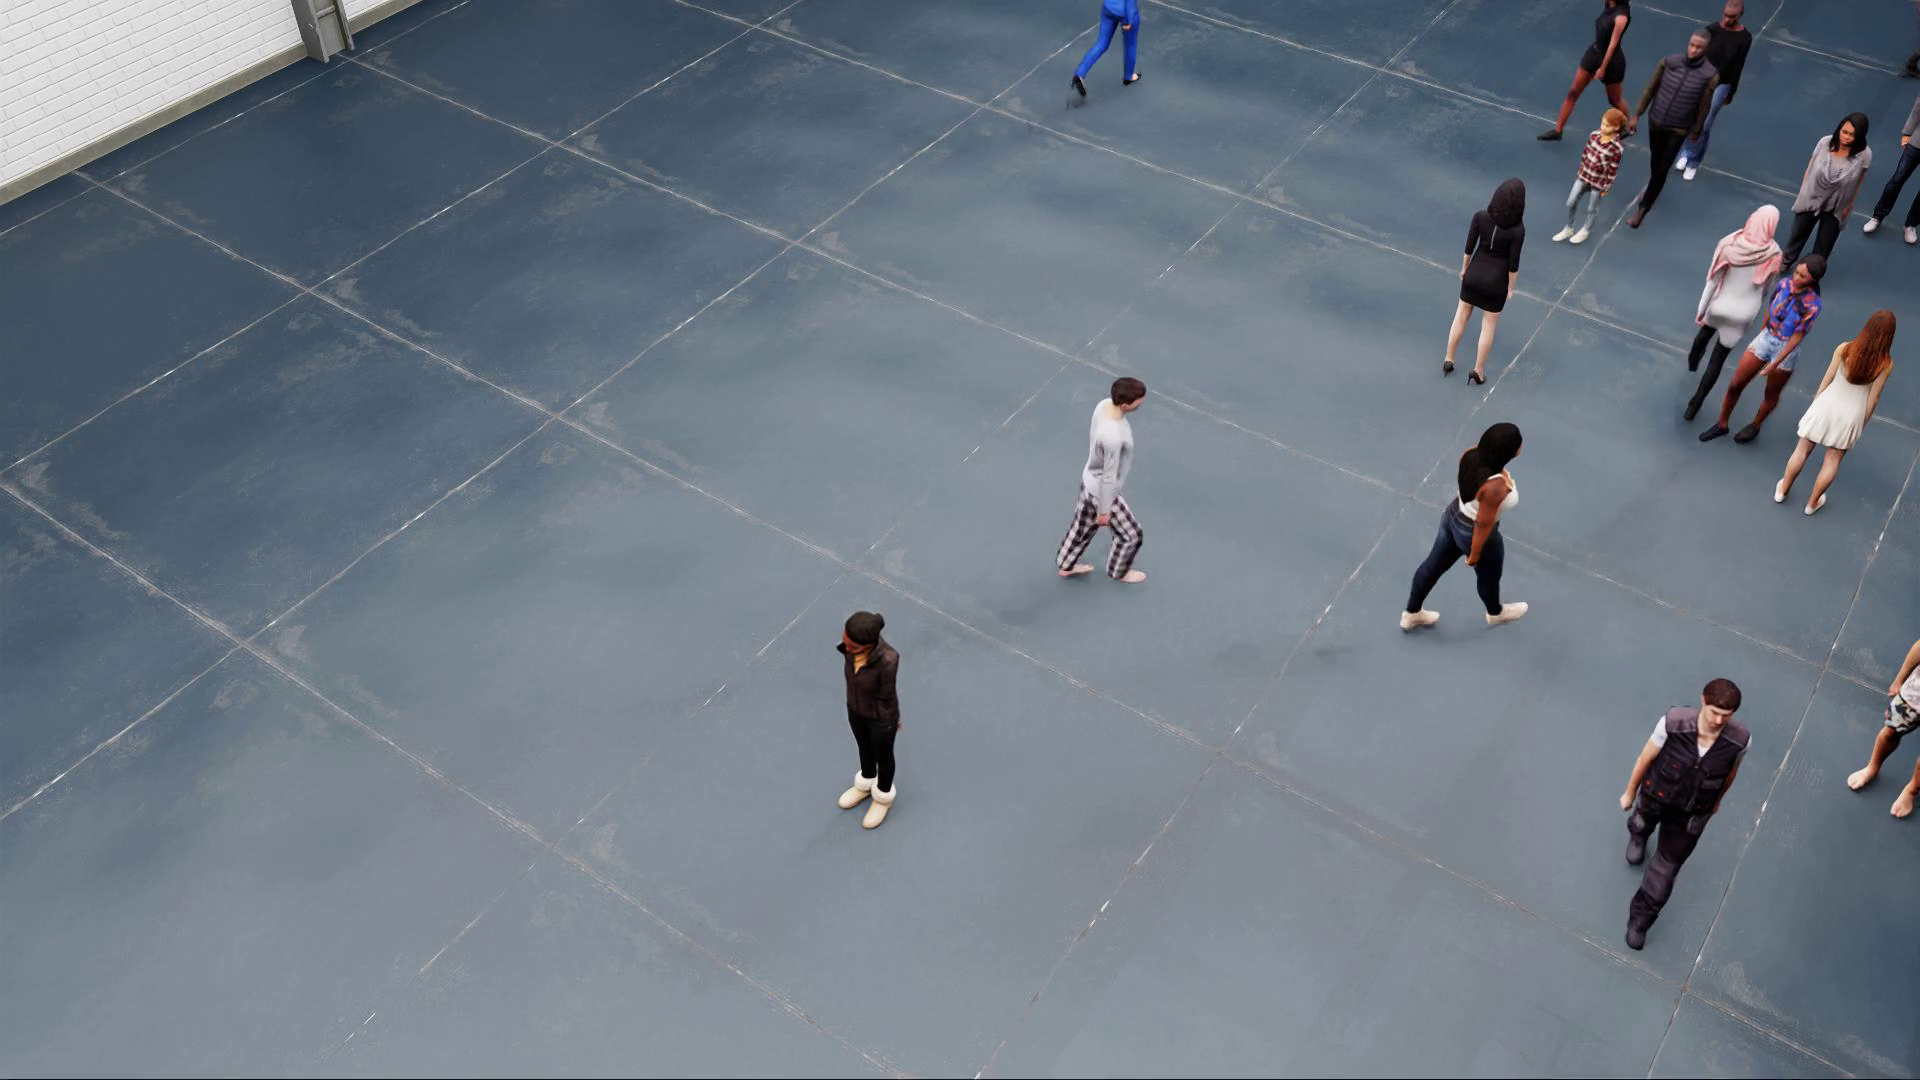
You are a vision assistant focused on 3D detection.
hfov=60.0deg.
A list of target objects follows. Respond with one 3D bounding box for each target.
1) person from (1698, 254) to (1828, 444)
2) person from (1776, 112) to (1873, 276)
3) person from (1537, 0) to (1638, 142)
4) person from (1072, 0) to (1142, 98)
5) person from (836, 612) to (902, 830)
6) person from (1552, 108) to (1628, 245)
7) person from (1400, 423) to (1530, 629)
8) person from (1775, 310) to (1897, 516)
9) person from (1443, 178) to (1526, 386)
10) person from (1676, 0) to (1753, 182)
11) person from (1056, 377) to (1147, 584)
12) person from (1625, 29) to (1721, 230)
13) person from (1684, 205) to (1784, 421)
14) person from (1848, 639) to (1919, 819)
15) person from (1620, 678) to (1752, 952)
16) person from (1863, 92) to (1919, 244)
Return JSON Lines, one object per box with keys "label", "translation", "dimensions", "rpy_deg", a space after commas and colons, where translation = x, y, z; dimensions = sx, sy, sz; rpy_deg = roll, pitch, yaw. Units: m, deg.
{"label": "person", "translation": [6.155, -1.418, 12.396], "dimensions": [0.863, 1.726, 0.753], "rpy_deg": [-21, 47, -20]}
{"label": "person", "translation": [7.336, -2.898, 14.039], "dimensions": [0.645, 1.603, 0.677], "rpy_deg": [30, 51, 28]}
{"label": "person", "translation": [6.121, -4.457, 15.609], "dimensions": [1.177, 1.694, 1.105], "rpy_deg": [-7, 44, -7]}
{"label": "person", "translation": [1.489, -5.136, 16.342], "dimensions": [1.194, 1.667, 0.849], "rpy_deg": [-29, 51, -27]}
{"label": "person", "translation": [-0.512, 1.004, 9.902], "dimensions": [0.582, 1.659, 0.638], "rpy_deg": [29, 51, 27]}
{"label": "person", "translation": [5.611, -3.200, 14.577], "dimensions": [0.683, 1.299, 0.632], "rpy_deg": [-26, 50, -25]}
{"label": "person", "translation": [3.251, -0.039, 10.916], "dimensions": [1.159, 1.770, 1.097], "rpy_deg": [-8, 44, -8]}
{"label": "person", "translation": [6.277, -0.913, 11.877], "dimensions": [0.553, 1.711, 0.502], "rpy_deg": [26, 49, 24]}
{"label": "person", "translation": [4.088, -1.995, 12.943], "dimensions": [0.609, 1.807, 0.510], "rpy_deg": [31, 51, 28]}
{"label": "person", "translation": [6.942, -4.228, 15.344], "dimensions": [0.590, 1.730, 0.690], "rpy_deg": [27, 50, 25]}
{"label": "person", "translation": [0.897, -0.355, 11.213], "dimensions": [1.080, 1.818, 1.024], "rpy_deg": [-5, 44, -6]}
{"label": "person", "translation": [6.327, -3.703, 14.754], "dimensions": [0.833, 1.782, 1.203], "rpy_deg": [34, 53, 30]}
{"label": "person", "translation": [5.841, -1.673, 12.635], "dimensions": [0.690, 1.766, 1.104], "rpy_deg": [20, 47, 20]}
{"label": "person", "translation": [5.844, 0.911, 9.890], "dimensions": [0.639, 1.811, 0.715], "rpy_deg": [-33, 52, -30]}
{"label": "person", "translation": [4.048, 1.377, 9.408], "dimensions": [0.847, 1.801, 1.250], "rpy_deg": [17, 46, 17]}
{"label": "person", "translation": [8.463, -3.470, 14.444], "dimensions": [0.713, 1.872, 0.613], "rpy_deg": [21, 47, 20]}
